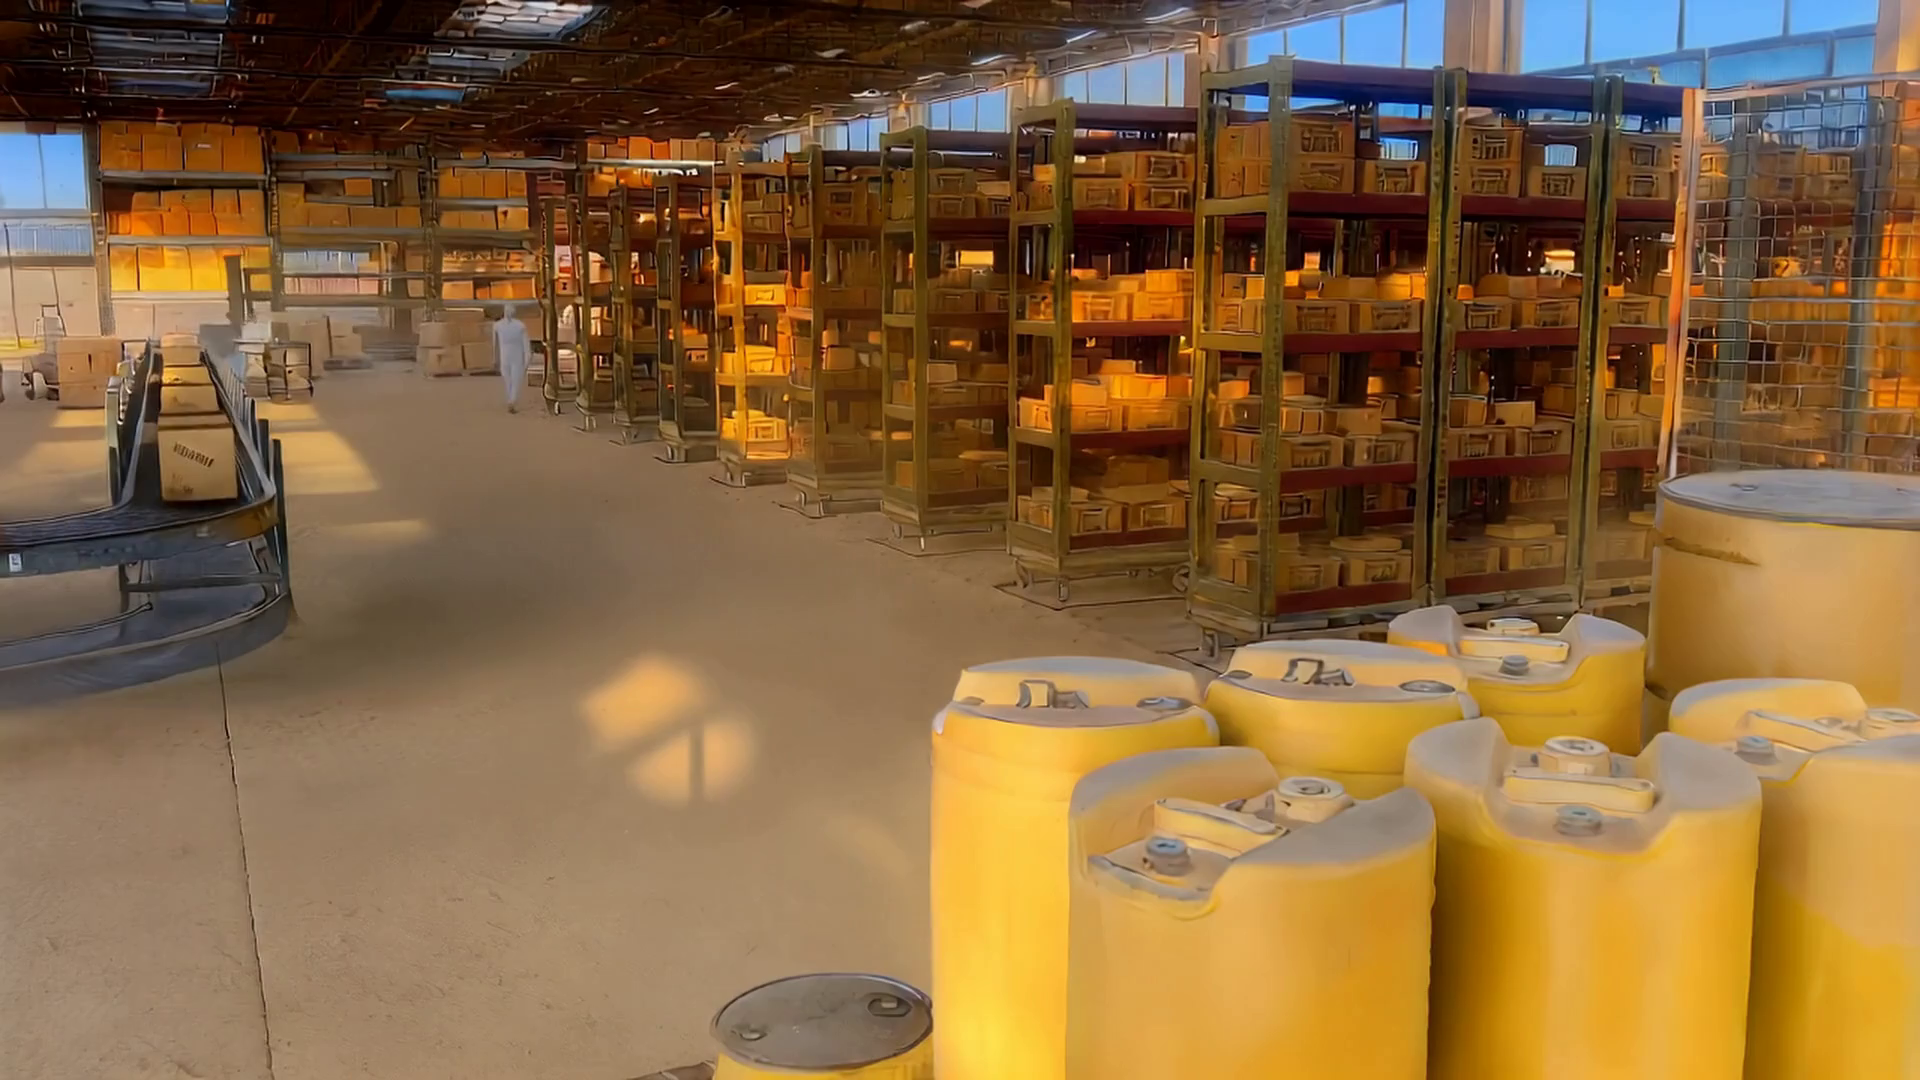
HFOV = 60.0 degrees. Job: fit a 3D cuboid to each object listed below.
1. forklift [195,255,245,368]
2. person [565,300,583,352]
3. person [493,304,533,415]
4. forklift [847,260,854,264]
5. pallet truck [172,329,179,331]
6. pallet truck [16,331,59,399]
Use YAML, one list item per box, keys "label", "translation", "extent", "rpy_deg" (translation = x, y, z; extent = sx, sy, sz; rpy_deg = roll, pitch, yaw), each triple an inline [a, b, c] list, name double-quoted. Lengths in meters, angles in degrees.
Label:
- label: "forklift"
  translation: [-17.802, -5.606, 40.867]
  extent: [1.873, 2.768, 1.129]
  rpy_deg: [-4, 10, -25]
- label: "person"
  translation: [-9.335, -5.063, 40.383]
  extent: [0.602, 1.948, 0.387]
  rpy_deg: [4, 10, 25]
- label: "person"
  translation: [-7.585, -3.053, 28.149]
  extent: [0.656, 1.877, 0.809]
  rpy_deg: [1, 9, 5]
- label: "forklift"
  translation: [-3.824, -8.203, 56.981]
  extent: [1.129, 2.768, 1.873]
  rpy_deg: [-4, 10, -25]
- label: "pallet truck"
  translation: [-17.275, -3.851, 35.096]
  extent: [1.601, 1.201, 0.680]
  rpy_deg: [0, 9, 1]
- label: "pallet truck"
  translation: [-17.082, -3.353, 31.781]
  extent: [1.630, 1.274, 0.653]
  rpy_deg: [-4, 10, -25]
